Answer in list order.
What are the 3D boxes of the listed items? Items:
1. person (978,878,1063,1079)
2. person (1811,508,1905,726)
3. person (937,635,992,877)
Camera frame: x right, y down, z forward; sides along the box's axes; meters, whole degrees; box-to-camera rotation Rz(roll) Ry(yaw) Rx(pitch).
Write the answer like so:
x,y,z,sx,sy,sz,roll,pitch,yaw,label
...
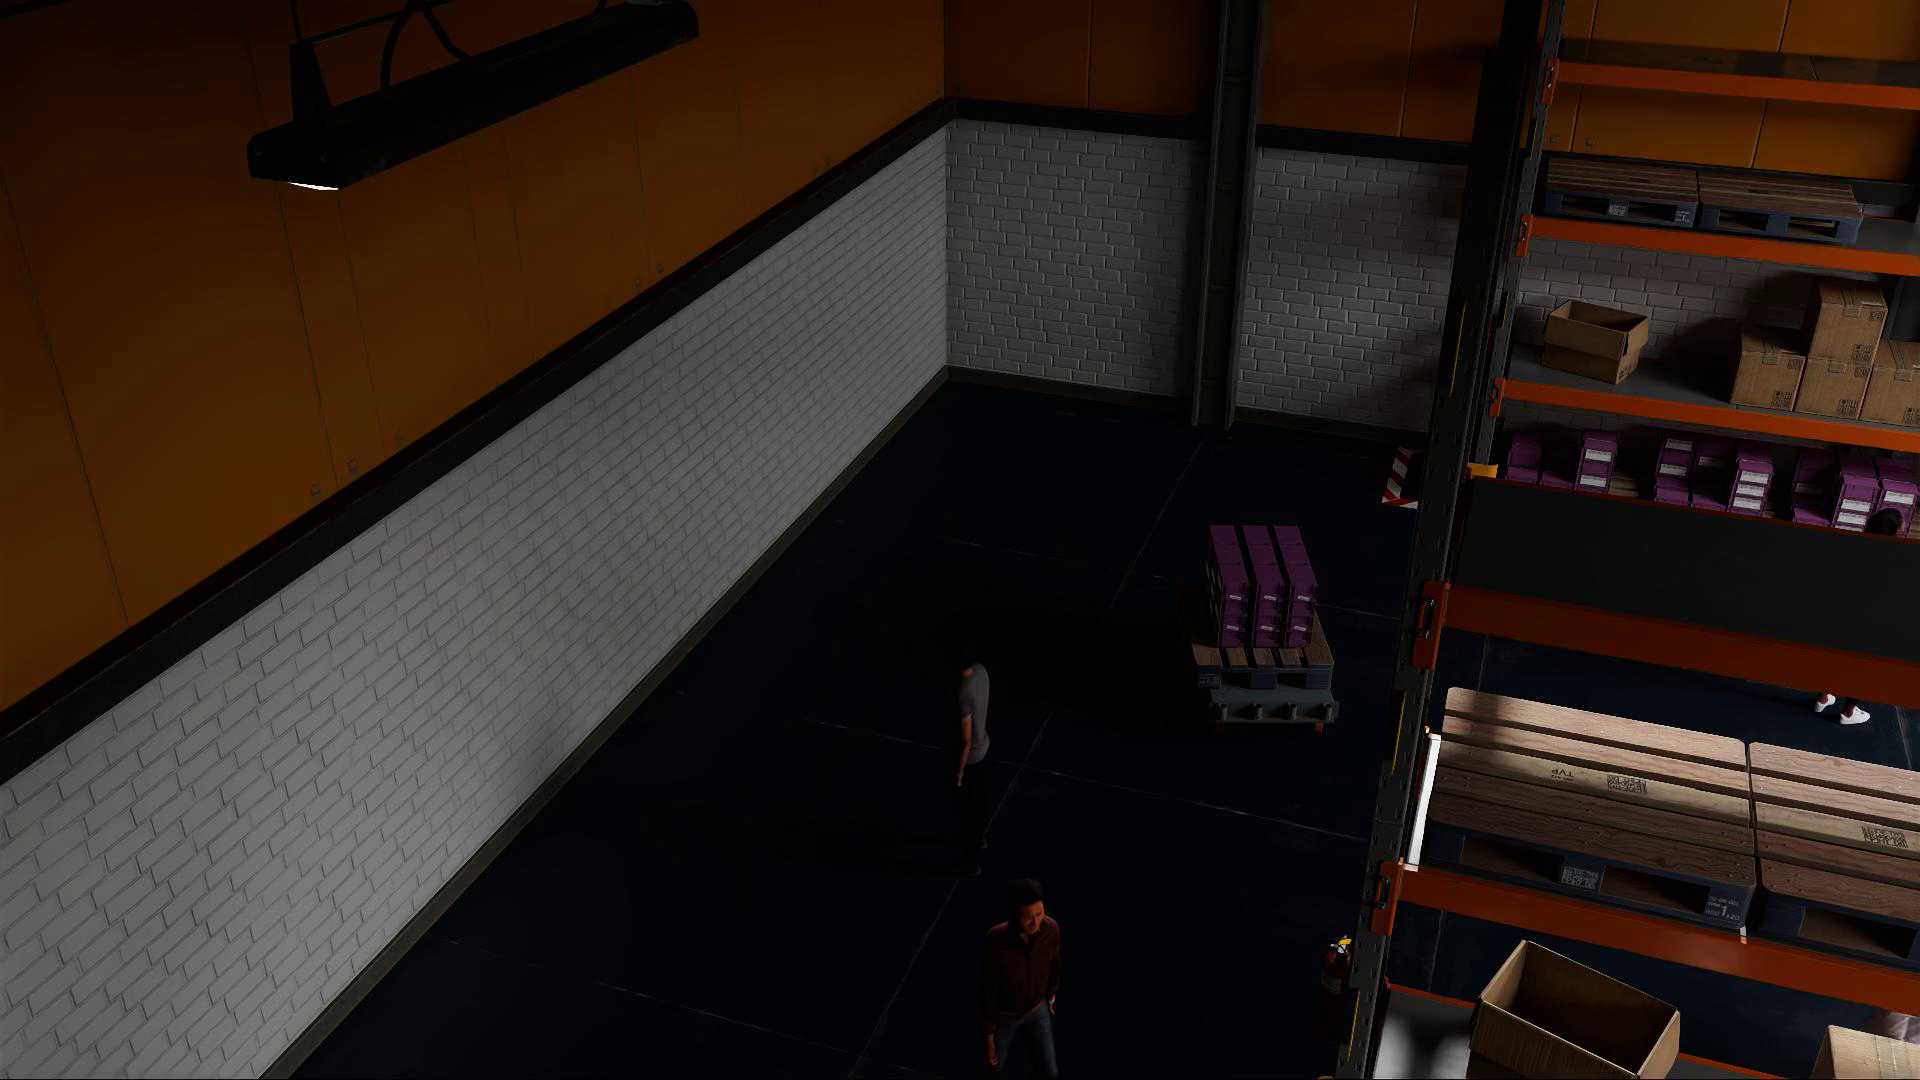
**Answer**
x,y,z,sx,sy,sz,roll,pitch,yaw,label
0.243,2.407,8.671,0.847,1.760,0.909,-10,30,-18,person
6.586,0.540,12.127,0.777,1.728,0.704,-15,32,-26,person
0.044,1.349,10.617,0.578,1.753,0.642,7,29,12,person
